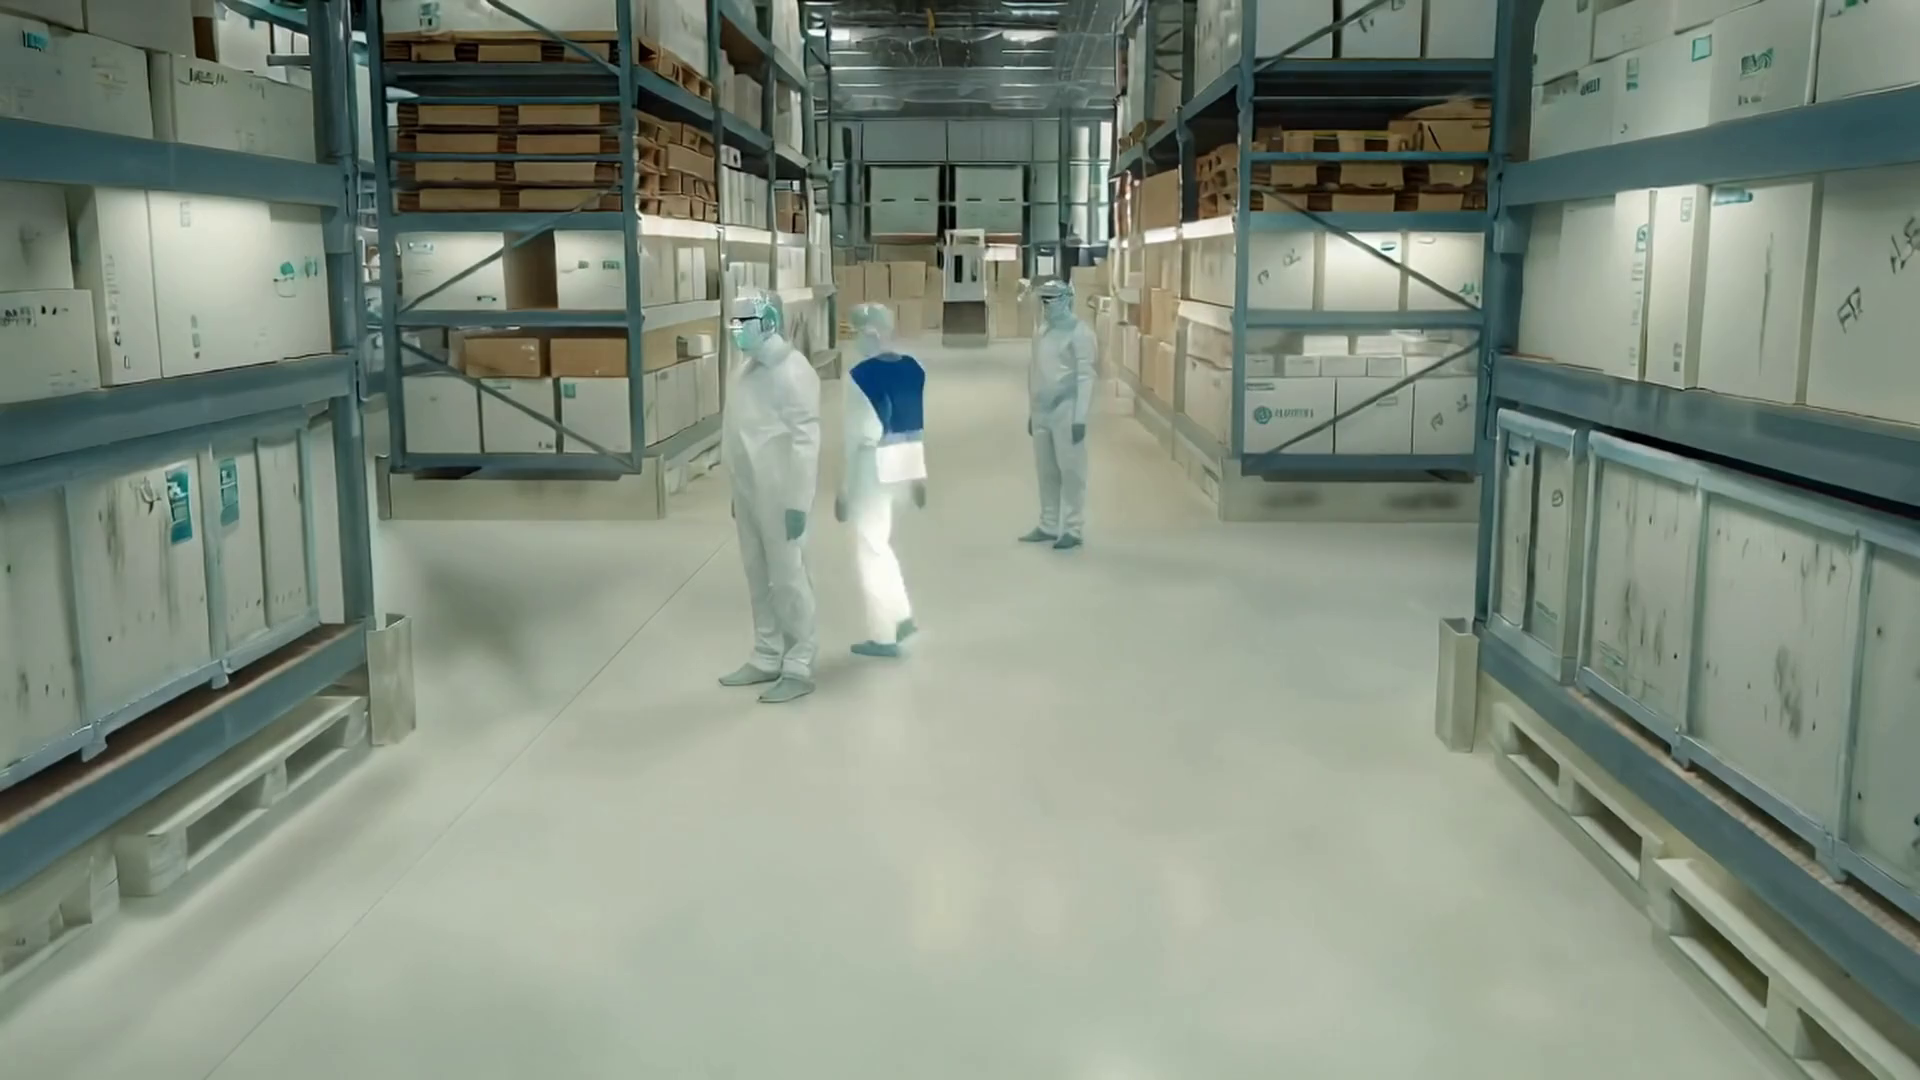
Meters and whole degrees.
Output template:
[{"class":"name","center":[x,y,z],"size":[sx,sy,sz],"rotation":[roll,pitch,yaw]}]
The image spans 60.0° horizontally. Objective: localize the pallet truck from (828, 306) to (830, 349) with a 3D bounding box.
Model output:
[{"class":"pallet truck","center":[-3.100,-3.940,29.800],"size":[1.885,1.965,0.823],"rotation":[3,10,19]}]

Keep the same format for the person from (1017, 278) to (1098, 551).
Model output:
[{"class":"person","center":[0.677,-0.888,11.779],"size":[0.408,1.913,0.642],"rotation":[-7,12,-34]}]

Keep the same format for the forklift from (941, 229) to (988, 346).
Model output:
[{"class":"forklift","center":[0.124,-6.117,40.203],"size":[1.129,2.768,1.873],"rotation":[0,9,1]}]

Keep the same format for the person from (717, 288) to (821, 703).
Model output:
[{"class":"person","center":[-0.906,-0.206,7.711],"size":[0.399,1.908,0.643],"rotation":[-6,11,-34]}]

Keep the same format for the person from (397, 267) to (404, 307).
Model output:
[{"class":"person","center":[-22.227,-10.038,66.605],"size":[0.656,1.904,0.615],"rotation":[3,10,16]}]

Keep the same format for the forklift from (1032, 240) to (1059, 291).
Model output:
[{"class":"forklift","center":[3.172,-9.648,61.356],"size":[1.129,2.768,1.873],"rotation":[0,9,1]}]

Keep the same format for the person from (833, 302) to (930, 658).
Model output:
[{"class":"person","center":[-0.406,-0.297,8.493],"size":[0.459,1.820,0.600],"rotation":[7,12,35]}]
